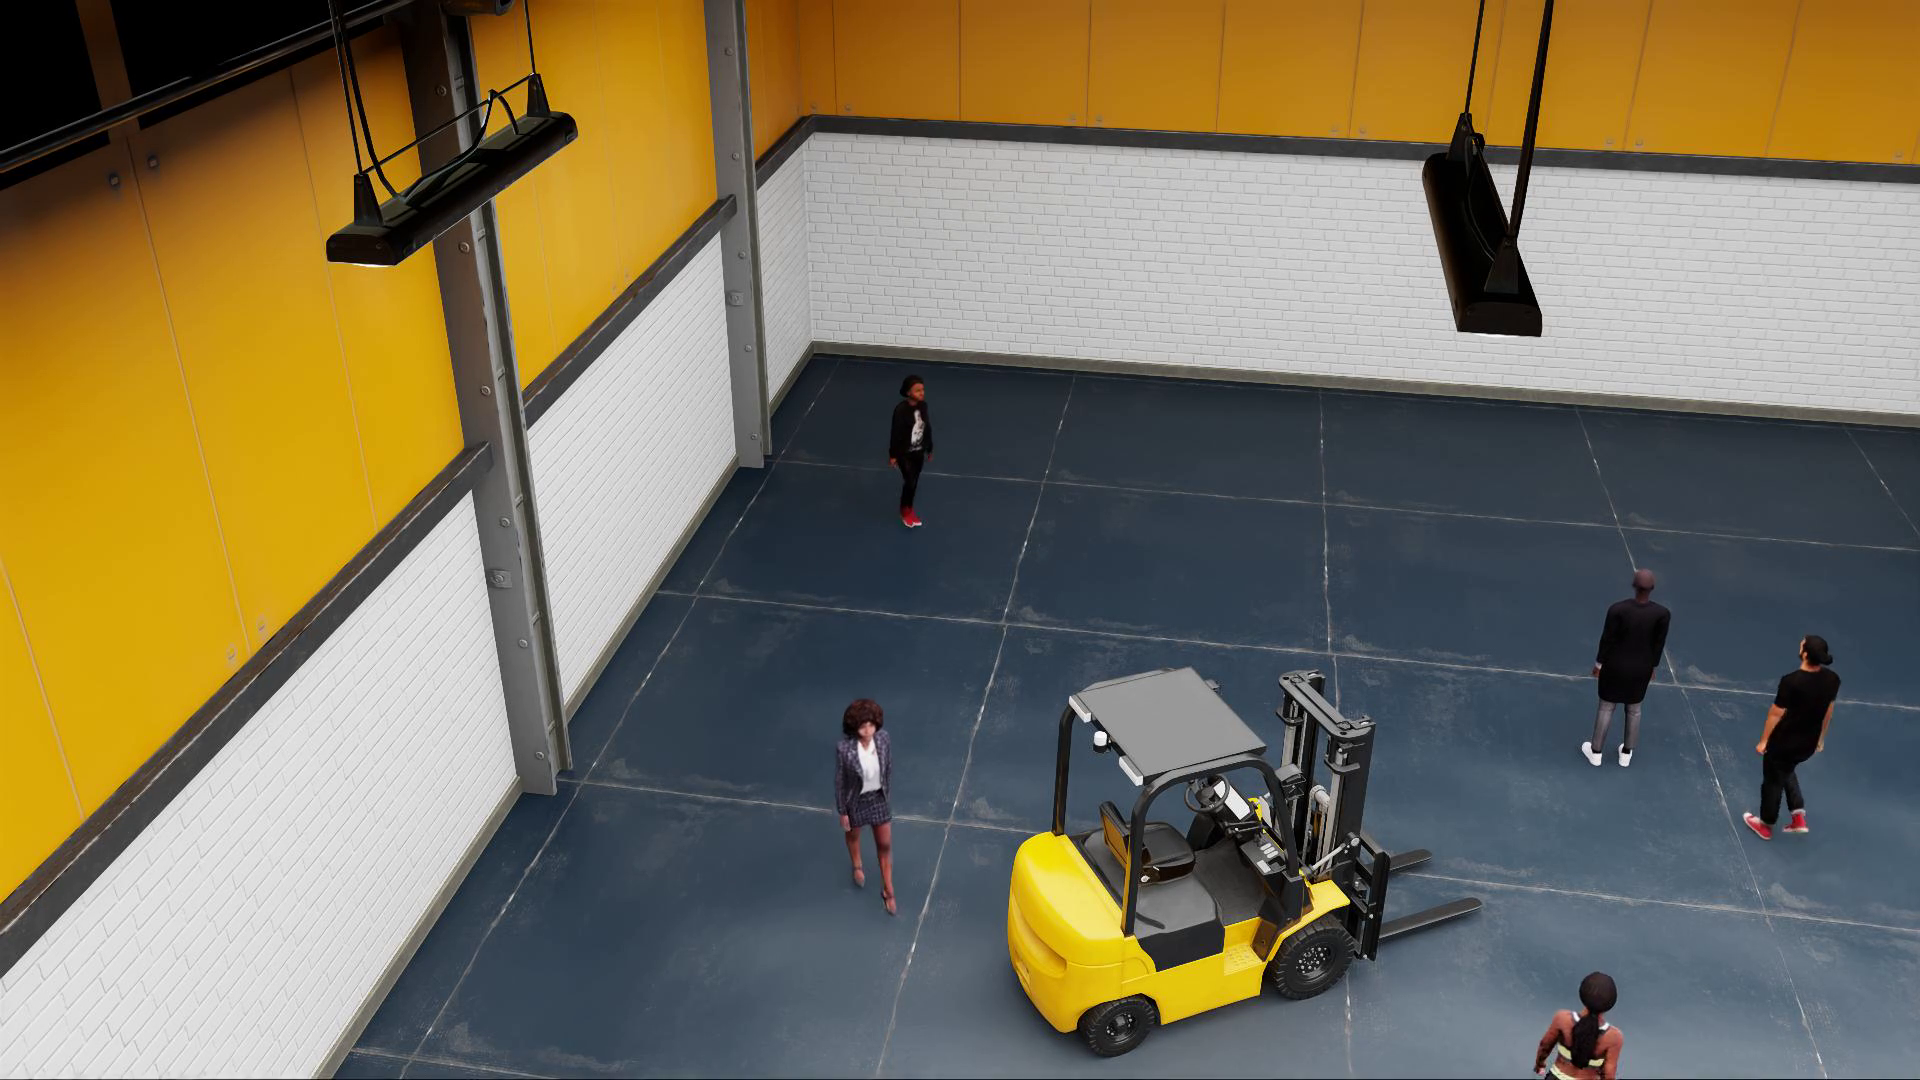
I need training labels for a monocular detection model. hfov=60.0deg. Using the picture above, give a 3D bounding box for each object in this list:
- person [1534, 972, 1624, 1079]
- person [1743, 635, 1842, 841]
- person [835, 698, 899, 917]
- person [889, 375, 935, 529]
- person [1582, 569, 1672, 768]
[{"bbox_3d":[3.383,3.212,9.297,0.776,1.697,1.222,12,31,21],"label":"person"},{"bbox_3d":[6.228,1.524,12.336,0.783,1.749,0.855,-9,30,-15],"label":"person"},{"bbox_3d":[-0.713,1.820,11.872,0.873,1.673,1.008,-9,30,-16],"label":"person"},{"bbox_3d":[-0.560,-0.925,16.919,0.703,1.660,0.781,-22,36,-35],"label":"person"},{"bbox_3d":[5.309,1.022,13.242,0.641,1.763,0.546,4,29,7],"label":"person"}]
